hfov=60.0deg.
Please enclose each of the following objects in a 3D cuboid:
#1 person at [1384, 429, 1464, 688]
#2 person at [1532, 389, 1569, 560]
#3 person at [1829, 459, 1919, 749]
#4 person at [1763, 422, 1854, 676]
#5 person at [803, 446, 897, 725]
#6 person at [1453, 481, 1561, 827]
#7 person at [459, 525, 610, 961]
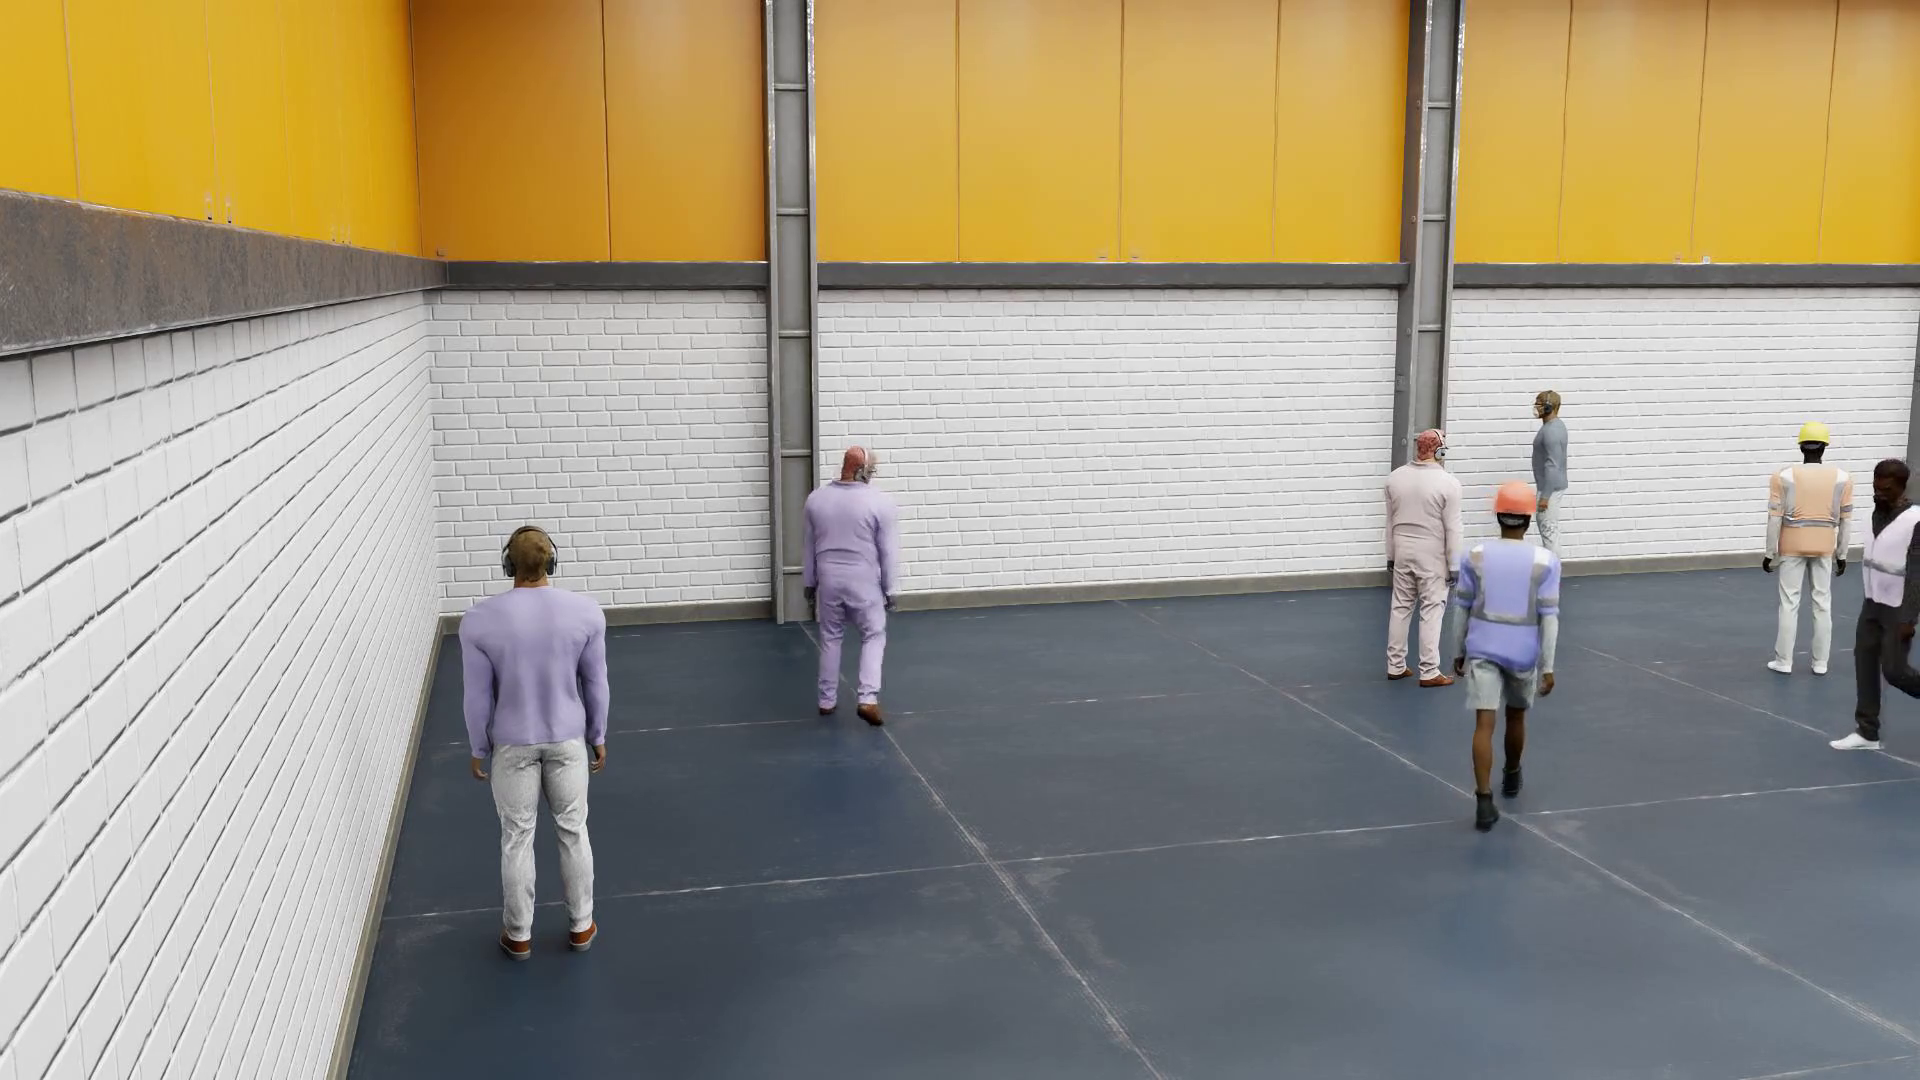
[{"bbox_3d":[3.428,0.131,12.254,0.399,1.903,0.648,-8,12,-39],"label":"person"},{"bbox_3d":[5.577,-0.459,15.801,0.378,1.940,0.629,4,10,21],"label":"person"},{"bbox_3d":[5.946,0.415,10.514,0.679,1.886,0.603,-1,9,-6],"label":"person"},{"bbox_3d":[6.388,0.069,12.571,0.591,1.916,0.389,2,9,13],"label":"person"},{"bbox_3d":[-0.776,0.309,11.229,0.700,1.880,0.556,3,10,18],"label":"person"},{"bbox_3d":[3.050,0.608,9.323,0.561,1.884,0.980,4,10,23],"label":"person"},{"bbox_3d":[-1.867,0.893,7.366,0.630,1.940,0.370,-3,10,-19],"label":"person"}]
